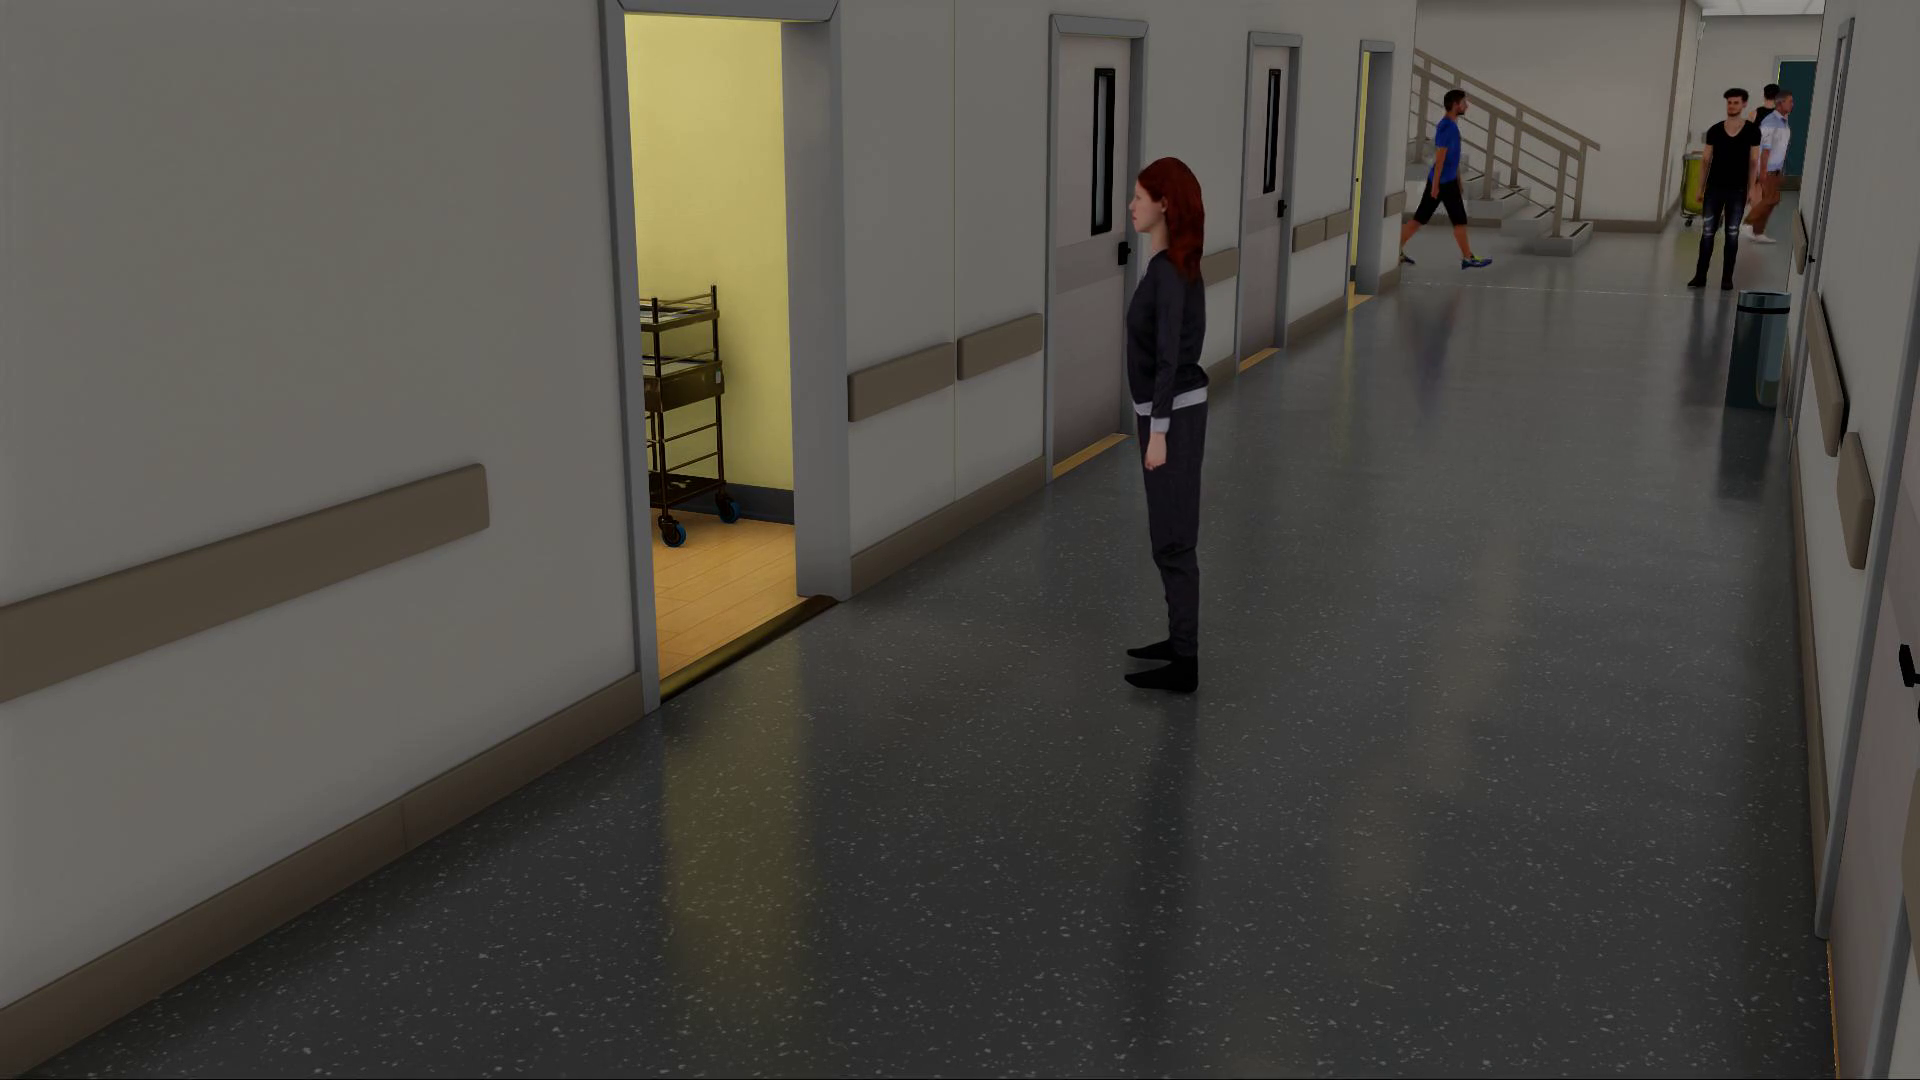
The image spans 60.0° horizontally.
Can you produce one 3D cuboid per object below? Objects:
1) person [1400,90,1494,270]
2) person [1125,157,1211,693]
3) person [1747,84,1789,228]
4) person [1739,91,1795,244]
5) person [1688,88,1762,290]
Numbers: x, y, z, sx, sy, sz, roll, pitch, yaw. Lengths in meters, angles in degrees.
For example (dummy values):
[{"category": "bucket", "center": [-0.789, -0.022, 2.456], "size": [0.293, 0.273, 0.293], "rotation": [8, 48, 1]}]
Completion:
[{"category": "person", "center": [4.923, -3.705, 17.322], "size": [1.350, 1.816, 0.806], "rotation": [4, 16, 14]}, {"category": "person", "center": [0.709, -0.374, 5.581], "size": [0.597, 1.775, 0.625], "rotation": [2, 16, 7]}, {"category": "person", "center": [10.667, -5.068, 22.108], "size": [1.127, 1.842, 0.860], "rotation": [9, 18, 30]}, {"category": "person", "center": [9.742, -4.509, 20.180], "size": [0.803, 1.811, 0.817], "rotation": [-15, 22, -42]}, {"category": "person", "center": [7.403, -3.389, 16.057], "size": [0.513, 1.894, 0.763], "rotation": [9, 18, 30]}]
